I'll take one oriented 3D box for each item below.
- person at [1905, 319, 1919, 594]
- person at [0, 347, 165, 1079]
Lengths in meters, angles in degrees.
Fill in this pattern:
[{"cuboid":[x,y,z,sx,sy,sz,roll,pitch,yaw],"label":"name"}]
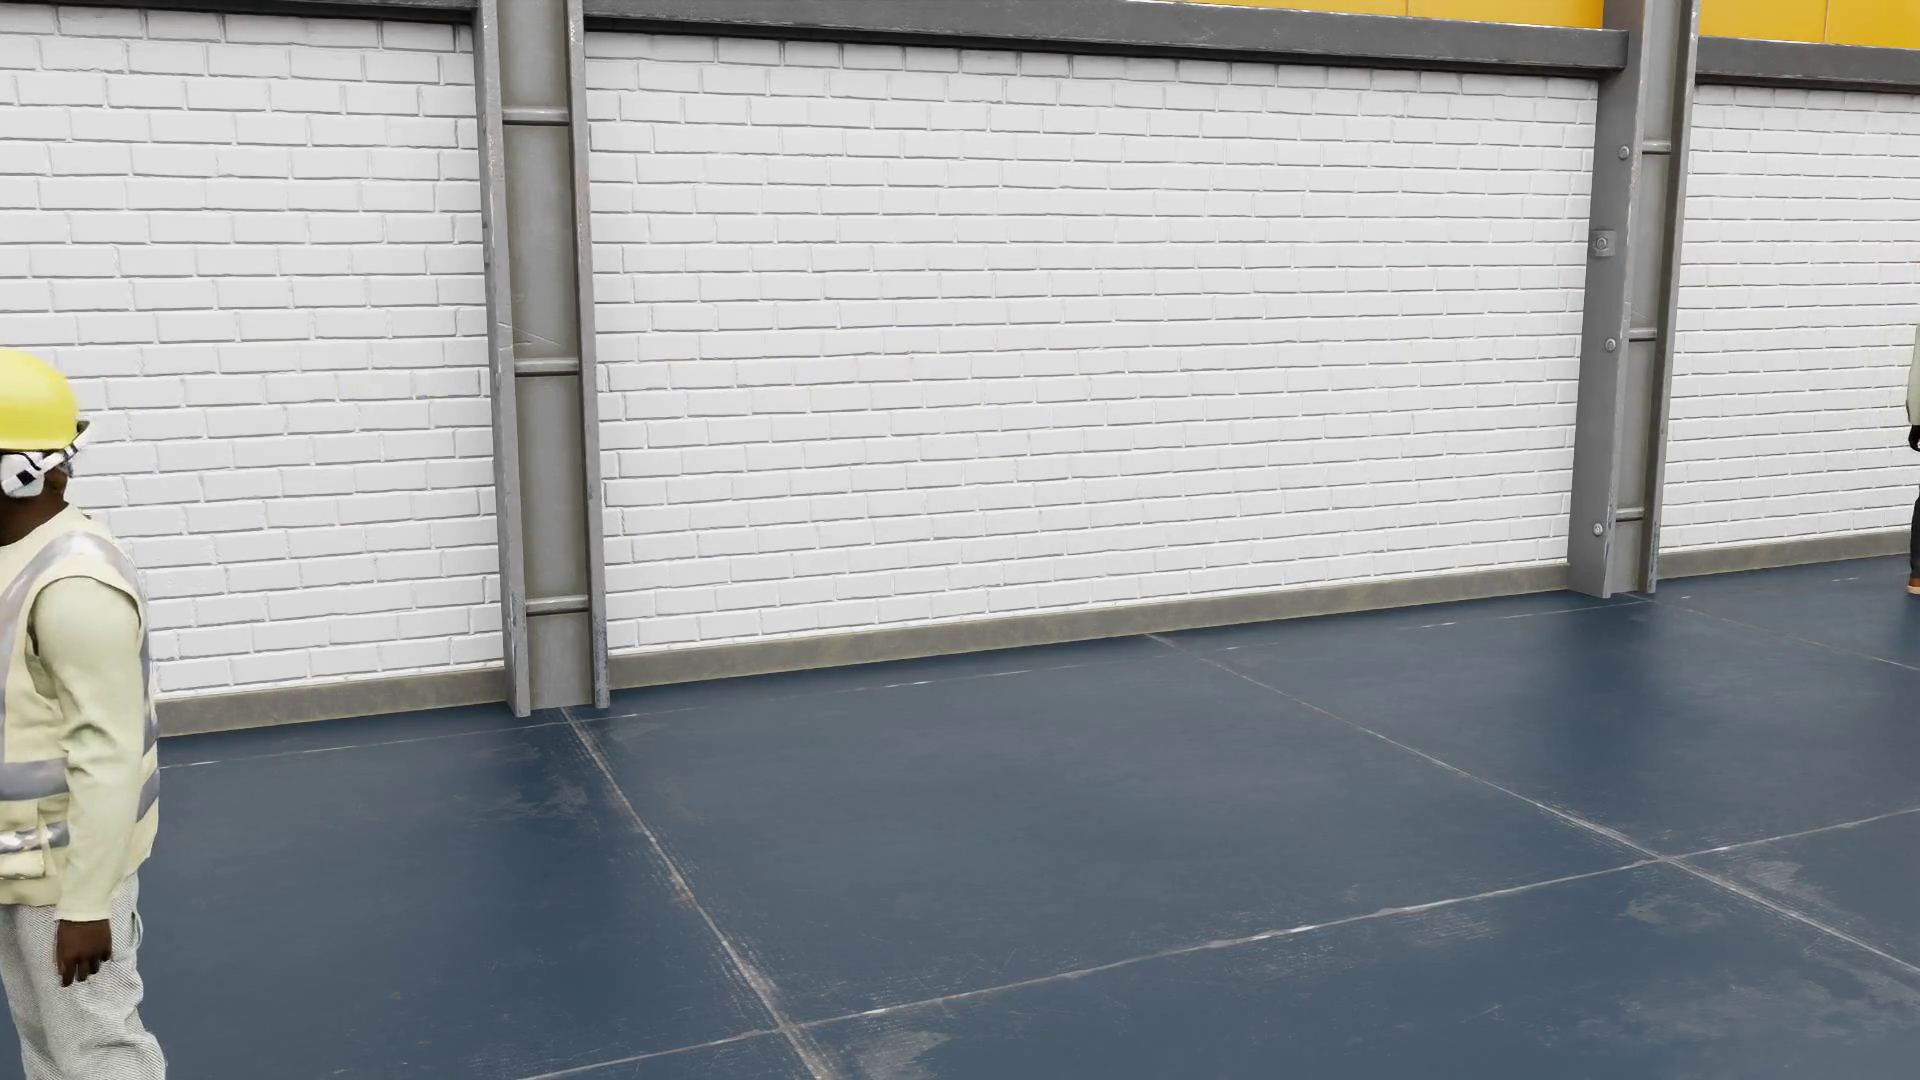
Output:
[{"cuboid":[5.660,-0.657,9.350,0.396,1.992,0.623,-7,13,-35],"label":"person"},{"cuboid":[-1.689,0.571,3.056,0.404,1.839,0.596,-10,14,-44],"label":"person"}]
